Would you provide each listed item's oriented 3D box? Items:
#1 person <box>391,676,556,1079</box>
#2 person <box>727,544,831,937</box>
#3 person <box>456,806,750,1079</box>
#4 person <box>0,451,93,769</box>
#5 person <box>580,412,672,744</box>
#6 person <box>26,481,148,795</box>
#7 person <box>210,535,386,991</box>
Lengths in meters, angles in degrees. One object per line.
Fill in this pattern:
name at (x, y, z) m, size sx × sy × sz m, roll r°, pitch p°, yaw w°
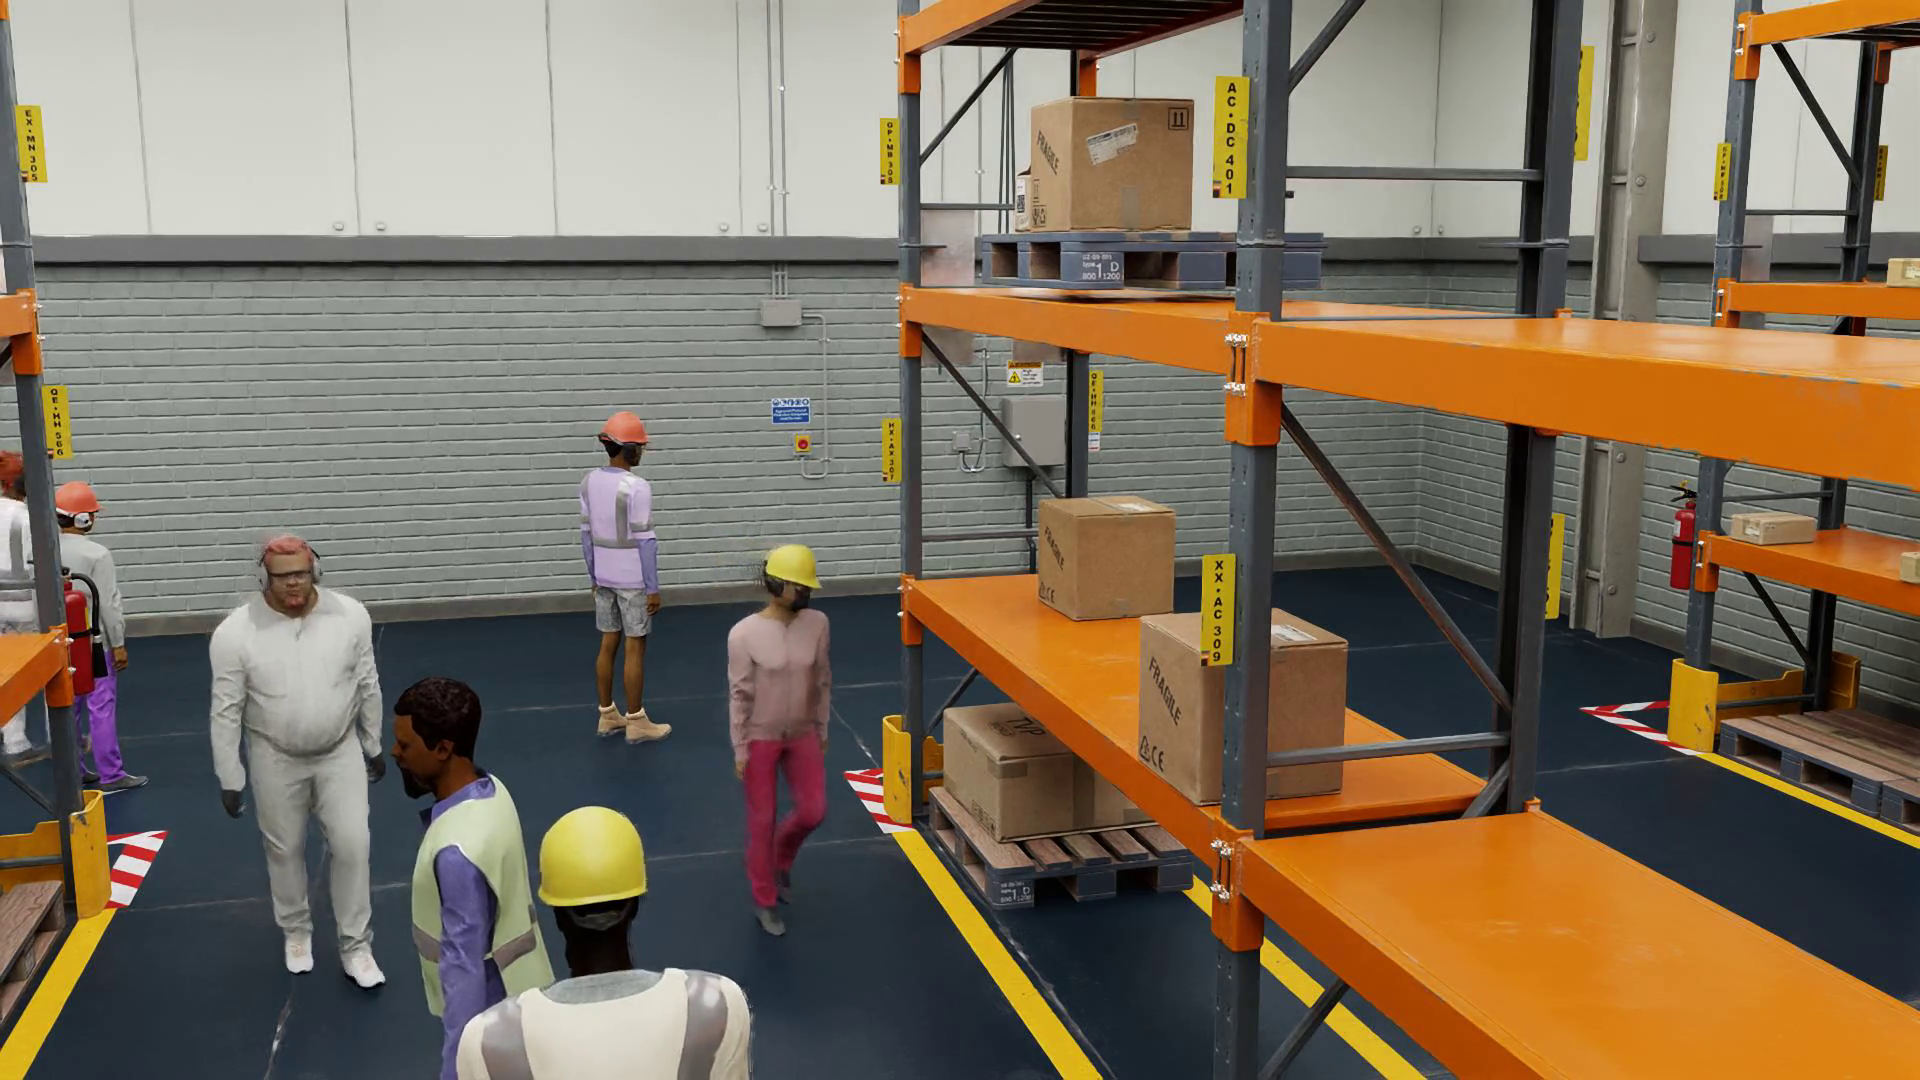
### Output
person at (-1.309, 1.301, 4.552) m, size 0.391 × 1.910 × 0.584 m, roll -2°, pitch 10°, yaw -14°
person at (-0.804, 0.872, 7.408) m, size 0.536 × 1.747 × 0.394 m, roll -6°, pitch 12°, yaw -30°
person at (-0.720, 1.489, 3.455) m, size 0.589 × 1.917 × 0.410 m, roll -2°, pitch 10°, yaw -13°
person at (-5.465, 0.396, 9.802) m, size 0.612 × 1.867 × 0.604 m, roll 3°, pitch 10°, yaw 18°
person at (-2.052, 0.229, 10.263) m, size 0.615 × 2.039 × 0.390 m, roll 8°, pitch 13°, yaw 39°
person at (-4.872, 0.545, 9.277) m, size 0.560 × 1.753 × 0.328 m, roll 3°, pitch 10°, yaw 18°
person at (-2.659, 0.922, 6.778) m, size 0.686 × 1.874 × 0.829 m, roll -6°, pitch 12°, yaw -30°
